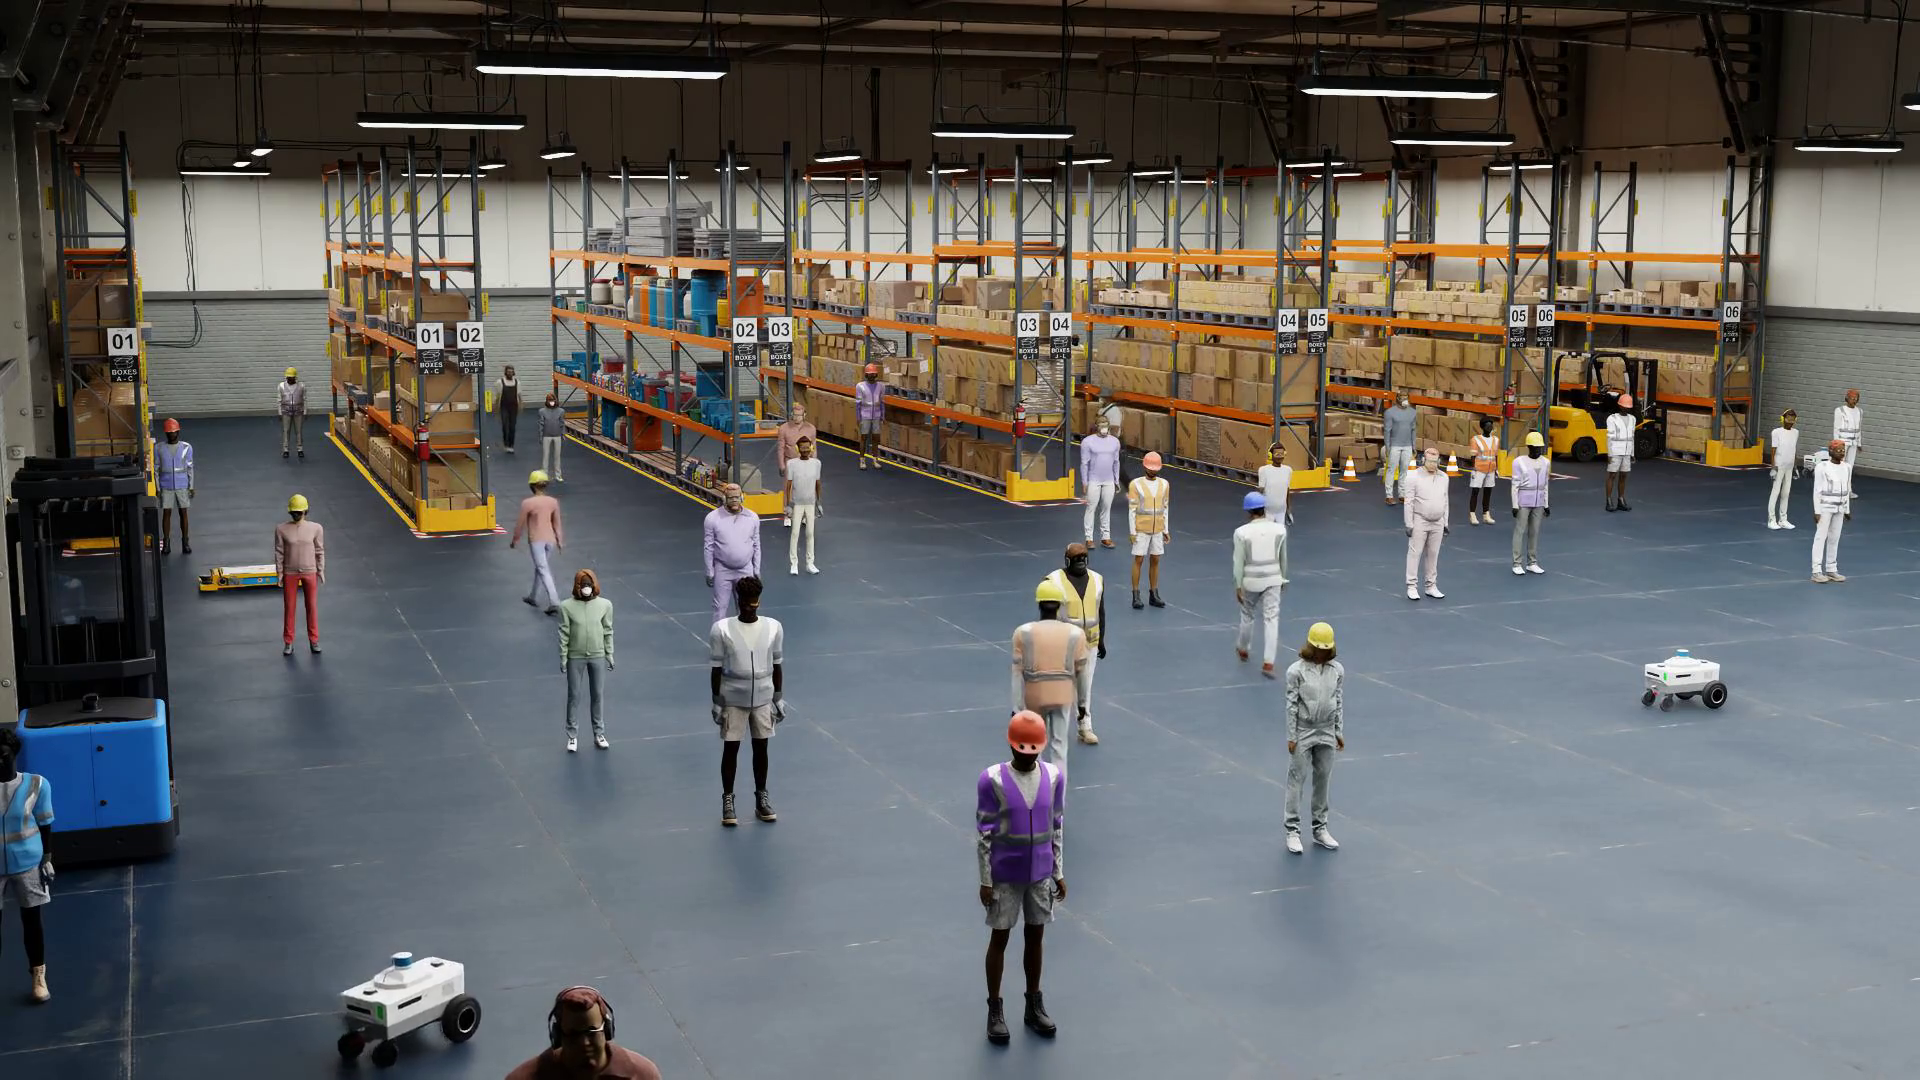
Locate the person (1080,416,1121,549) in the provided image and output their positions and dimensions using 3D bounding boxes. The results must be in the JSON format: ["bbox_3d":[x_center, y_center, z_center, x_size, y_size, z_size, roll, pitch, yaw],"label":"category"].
[{"bbox_3d":[2.050,-0.846,30.482,0.627,1.941,0.370,-3,9,-20],"label":"person"}]

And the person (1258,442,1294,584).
[{"bbox_3d":[4.133,-0.355,27.436,0.520,1.874,0.327,-3,9,-20],"label":"person"}]

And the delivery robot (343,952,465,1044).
[{"bbox_3d":[-3.170,2.598,11.948,0.477,0.478,0.707,5,10,30],"label":"delivery robot"}]

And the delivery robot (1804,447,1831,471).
[{"bbox_3d":[16.167,-1.491,39.209,0.707,0.478,0.477,-3,9,-21],"label":"delivery robot"}]

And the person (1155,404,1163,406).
[{"bbox_3d":[4.435,-3.334,47.064,0.621,1.934,1.010,-6,10,-35],"label":"person"}]

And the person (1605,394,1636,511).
[{"bbox_3d":[10.895,-1.438,34.473,0.543,1.928,0.374,-3,9,-20],"label":"person"}]

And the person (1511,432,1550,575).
[{"bbox_3d":[7.695,-0.501,28.217,0.585,1.929,0.371,-3,9,-20],"label":"person"}]

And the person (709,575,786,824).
[{"bbox_3d":[-1.667,1.247,16.467,0.602,1.958,0.380,-3,9,-20],"label":"person"}]

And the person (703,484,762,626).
[{"bbox_3d":[-2.455,0.336,22.709,0.638,1.911,0.406,-3,9,-20],"label":"person"}]

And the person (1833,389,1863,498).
[{"bbox_3d":[15.290,-1.656,36.061,0.573,1.886,0.354,-3,9,-20],"label":"person"}]

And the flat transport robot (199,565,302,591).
[{"bbox_3d":[-9.181,0.476,27.349,1.431,0.197,0.652,-3,9,-21],"label":"flat transport robot"}]

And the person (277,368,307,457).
[{"bbox_3d":[-13.560,-2.594,42.532,0.588,1.822,0.403,-3,9,-20],"label":"person"}]

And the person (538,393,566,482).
[{"bbox_3d":[-7.475,-1.878,38.374,0.499,1.634,0.278,-3,9,-20],"label":"person"}]

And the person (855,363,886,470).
[{"bbox_3d":[-1.714,-2.382,40.374,0.605,2.045,0.379,-3,9,-20],"label":"person"}]

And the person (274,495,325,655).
[{"bbox_3d":[-7.233,0.373,22.961,0.524,1.760,0.328,-3,9,-20],"label":"person"}]

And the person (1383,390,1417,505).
[{"bbox_3d":[7.417,-1.564,35.270,0.627,1.941,0.370,-3,9,-20],"label":"person"}]

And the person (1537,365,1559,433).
[{"bbox_3d":[12.616,-2.919,44.875,0.524,1.769,0.316,-3,9,-20],"label":"person"}]

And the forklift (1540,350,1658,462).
[{"bbox_3d":[12.897,-2.725,42.309,2.313,2.155,1.214,-3,9,-21],"label":"forklift"}]

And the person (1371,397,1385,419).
[{"bbox_3d":[9.418,-3.289,46.618,0.610,1.985,0.393,-3,9,-20],"label":"person"}]

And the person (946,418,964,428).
[{"bbox_3d":[-0.107,-3.536,48.809,0.588,1.822,0.403,-3,9,-20],"label":"person"}]

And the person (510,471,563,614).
[{"bbox_3d":[-5.102,0.020,25.471,0.937,1.715,0.527,7,11,40],"label":"person"}]

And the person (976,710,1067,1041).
[{"bbox_3d":[0.367,1.920,12.084,0.543,1.928,0.374,-3,9,-20],"label":"person"}]

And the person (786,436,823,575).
[{"bbox_3d":[-2.098,-0.476,28.242,0.520,1.874,0.327,-3,9,-20],"label":"person"}]

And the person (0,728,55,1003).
[{"bbox_3d":[-5.722,1.957,12.594,0.531,1.698,0.320,-3,9,-20],"label":"person"}]

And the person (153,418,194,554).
[{"bbox_3d":[-11.270,-0.779,30.037,0.543,1.939,0.362,-3,9,-20],"label":"person"}]

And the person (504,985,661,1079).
[{"bbox_3d":[-1.390,2.576,7.771,0.638,1.911,0.406,-3,9,-20],"label":"person"}]

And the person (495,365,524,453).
[{"bbox_3d":[-9.261,-2.687,43.126,0.555,1.824,0.676,-4,9,-24],"label":"person"}]

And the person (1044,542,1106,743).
[{"bbox_3d":[1.041,0.934,18.938,0.620,1.845,0.429,-3,9,-20],"label":"person"}]

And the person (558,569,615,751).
[{"bbox_3d":[-3.345,1.064,18.759,0.499,1.634,0.278,-3,9,-20],"label":"person"}]

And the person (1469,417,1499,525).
[{"bbox_3d":[8.241,-1.091,32.919,0.531,1.698,0.320,-3,9,-20],"label":"person"}]

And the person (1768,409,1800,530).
[{"bbox_3d":[12.778,-1.101,32.438,0.520,1.865,0.327,-3,9,-20],"label":"person"}]

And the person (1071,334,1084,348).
[{"bbox_3d":[3.021,-4.503,55.218,0.620,1.837,0.429,-3,9,-20],"label":"person"}]

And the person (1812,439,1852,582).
[{"bbox_3d":[11.505,-0.389,27.625,0.573,1.883,0.354,-3,9,-20],"label":"person"}]

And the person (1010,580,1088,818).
[{"bbox_3d":[0.697,1.250,16.670,0.625,1.884,0.922,-1,9,-4],"label":"person"}]

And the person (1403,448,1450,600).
[{"bbox_3d":[5.889,-0.206,26.349,0.638,1.902,0.406,-3,9,-20],"label":"person"}]

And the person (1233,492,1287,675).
[{"bbox_3d":[3.151,0.430,22.112,0.620,1.882,1.029,-1,9,-5],"label":"person"}]

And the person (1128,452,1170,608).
[{"bbox_3d":[2.339,-0.130,25.753,0.543,1.928,0.374,-3,9,-20],"label":"person"}]

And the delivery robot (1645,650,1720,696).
[{"bbox_3d":[7.063,1.317,20.489,0.707,0.478,0.477,-3,9,-21],"label":"delivery robot"}]

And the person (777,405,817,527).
[{"bbox_3d":[-2.529,-1.161,32.718,0.638,1.902,0.406,-3,9,-20],"label":"person"}]

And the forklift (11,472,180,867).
[{"bbox_3d":[-6.630,0.886,15.957,1.129,2.768,1.873,-3,9,-21],"label":"forklift"}]

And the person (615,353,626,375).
[{"bbox_3d":[-8.132,-3.702,50.558,0.425,1.618,0.527,-6,10,-35],"label":"person"}]

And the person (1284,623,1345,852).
[{"bbox_3d":[2.674,1.470,15.723,0.484,1.735,0.311,-3,9,-20],"label":"person"}]

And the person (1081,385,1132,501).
[{"bbox_3d":[2.569,-1.651,35.659,0.917,2.000,0.687,-3,9,-20],"label":"person"}]
